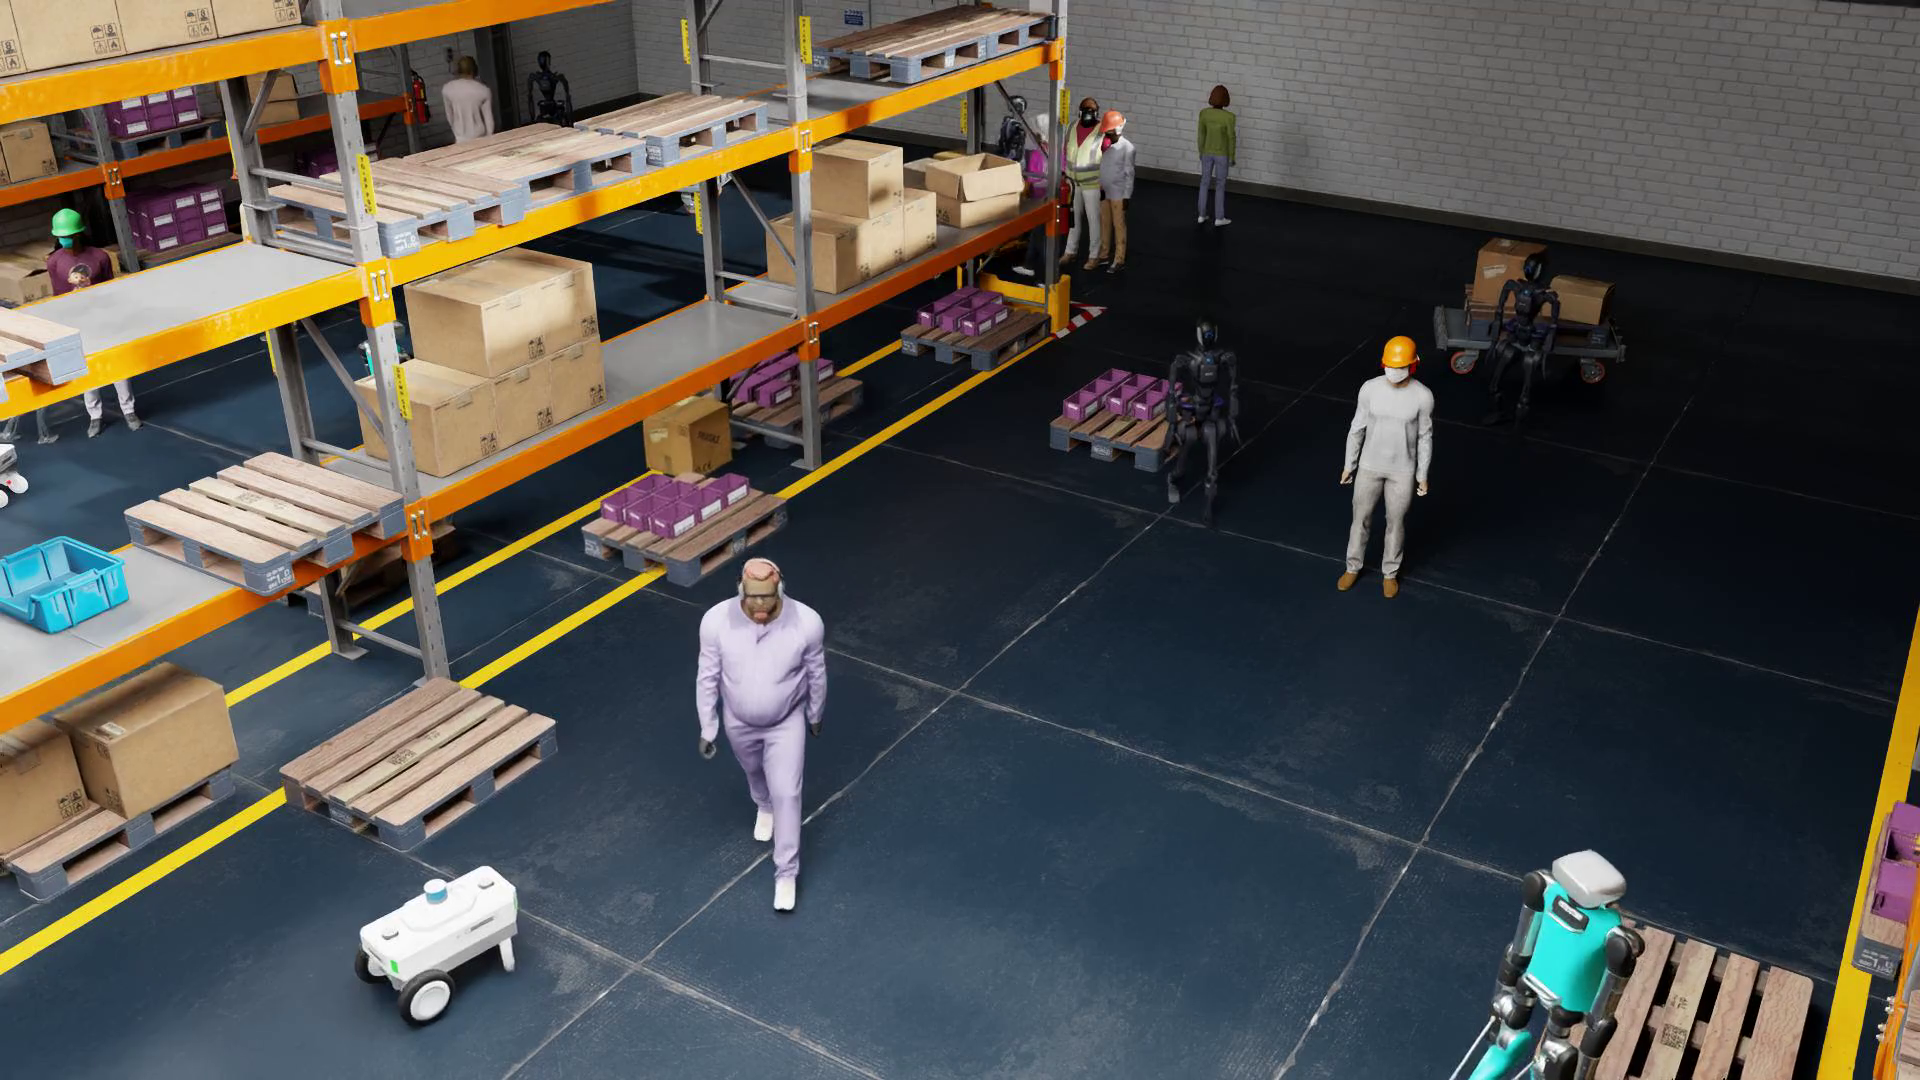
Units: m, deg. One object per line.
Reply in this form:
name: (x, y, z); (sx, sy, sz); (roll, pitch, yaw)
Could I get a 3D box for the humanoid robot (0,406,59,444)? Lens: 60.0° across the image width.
humanoid robot: (-7.872, -1.601, 13.793); (0.809, 1.841, 0.537); (-9, 28, -16)

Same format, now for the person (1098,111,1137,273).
person: (1.633, -3.780, 18.017); (0.339, 1.740, 0.560); (-19, 33, -33)

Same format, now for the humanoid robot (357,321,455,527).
humanoid robot: (-3.884, -0.860, 12.123); (0.533, 1.677, 0.735); (19, 32, 33)

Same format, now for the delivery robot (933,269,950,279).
delivery robot: (-0.495, -3.174, 18.152); (0.812, 0.609, 0.499); (12, 29, 22)

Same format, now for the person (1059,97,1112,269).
person: (1.355, -3.885, 18.113); (0.625, 1.847, 0.429); (17, 32, 30)

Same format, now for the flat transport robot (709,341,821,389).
flat transport robot: (-1.996, -1.739, 15.625); (0.659, 0.231, 1.431); (16, 31, 28)

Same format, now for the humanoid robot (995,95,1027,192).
humanoid robot: (0.547, -4.255, 19.031); (0.426, 1.634, 0.594); (-13, 30, -25)

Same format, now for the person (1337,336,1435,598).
person: (2.919, -0.498, 11.385); (0.581, 1.894, 0.370); (9, 28, 18)

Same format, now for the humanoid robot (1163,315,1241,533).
humanoid robot: (1.801, -0.926, 12.499); (0.587, 1.632, 0.729); (-5, 27, -9)

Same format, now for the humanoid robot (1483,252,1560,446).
humanoid robot: (4.709, -1.627, 13.855); (0.594, 1.647, 0.469); (23, 35, 37)

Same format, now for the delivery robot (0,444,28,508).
delivery robot: (-7.761, -0.560, 12.979); (0.782, 0.589, 0.499); (2, 27, 4)

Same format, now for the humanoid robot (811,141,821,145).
humanoid robot: (-1.345, -3.211, 16.989); (0.706, 1.859, 0.531); (-17, 32, -30)

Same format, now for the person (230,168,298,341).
person: (-6.737, -2.798, 16.069); (0.340, 1.748, 0.571); (2, 27, 4)

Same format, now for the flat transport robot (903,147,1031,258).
flat transport robot: (0.091, -3.540, 19.174); (1.431, 0.231, 0.659); (22, 34, 36)

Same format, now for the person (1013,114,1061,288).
person: (0.848, -3.576, 17.559); (0.834, 1.819, 0.610); (20, 33, 34)

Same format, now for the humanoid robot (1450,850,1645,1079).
humanoid robot: (2.130, 2.067, 6.517); (0.788, 1.788, 0.530); (-14, 30, -25)

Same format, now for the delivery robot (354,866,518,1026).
delivery robot: (-2.535, 1.944, 8.074); (0.516, 0.614, 0.785); (24, 35, 38)

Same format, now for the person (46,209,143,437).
person: (-7.283, -1.836, 13.962); (0.490, 1.949, 0.421); (-12, 29, -22)

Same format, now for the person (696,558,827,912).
person: (-1.020, 0.937, 8.602); (0.643, 1.850, 1.009); (1, 27, 2)

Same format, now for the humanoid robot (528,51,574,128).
humanoid robot: (-5.242, -5.445, 21.381); (0.610, 1.647, 0.343); (1, 27, 2)

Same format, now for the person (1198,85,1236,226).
person: (3.026, -4.538, 19.625); (0.496, 1.636, 0.287); (19, 33, 33)

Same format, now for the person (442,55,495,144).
person: (-5.842, -4.877, 20.040); (0.631, 1.872, 1.058); (0, 27, 1)
